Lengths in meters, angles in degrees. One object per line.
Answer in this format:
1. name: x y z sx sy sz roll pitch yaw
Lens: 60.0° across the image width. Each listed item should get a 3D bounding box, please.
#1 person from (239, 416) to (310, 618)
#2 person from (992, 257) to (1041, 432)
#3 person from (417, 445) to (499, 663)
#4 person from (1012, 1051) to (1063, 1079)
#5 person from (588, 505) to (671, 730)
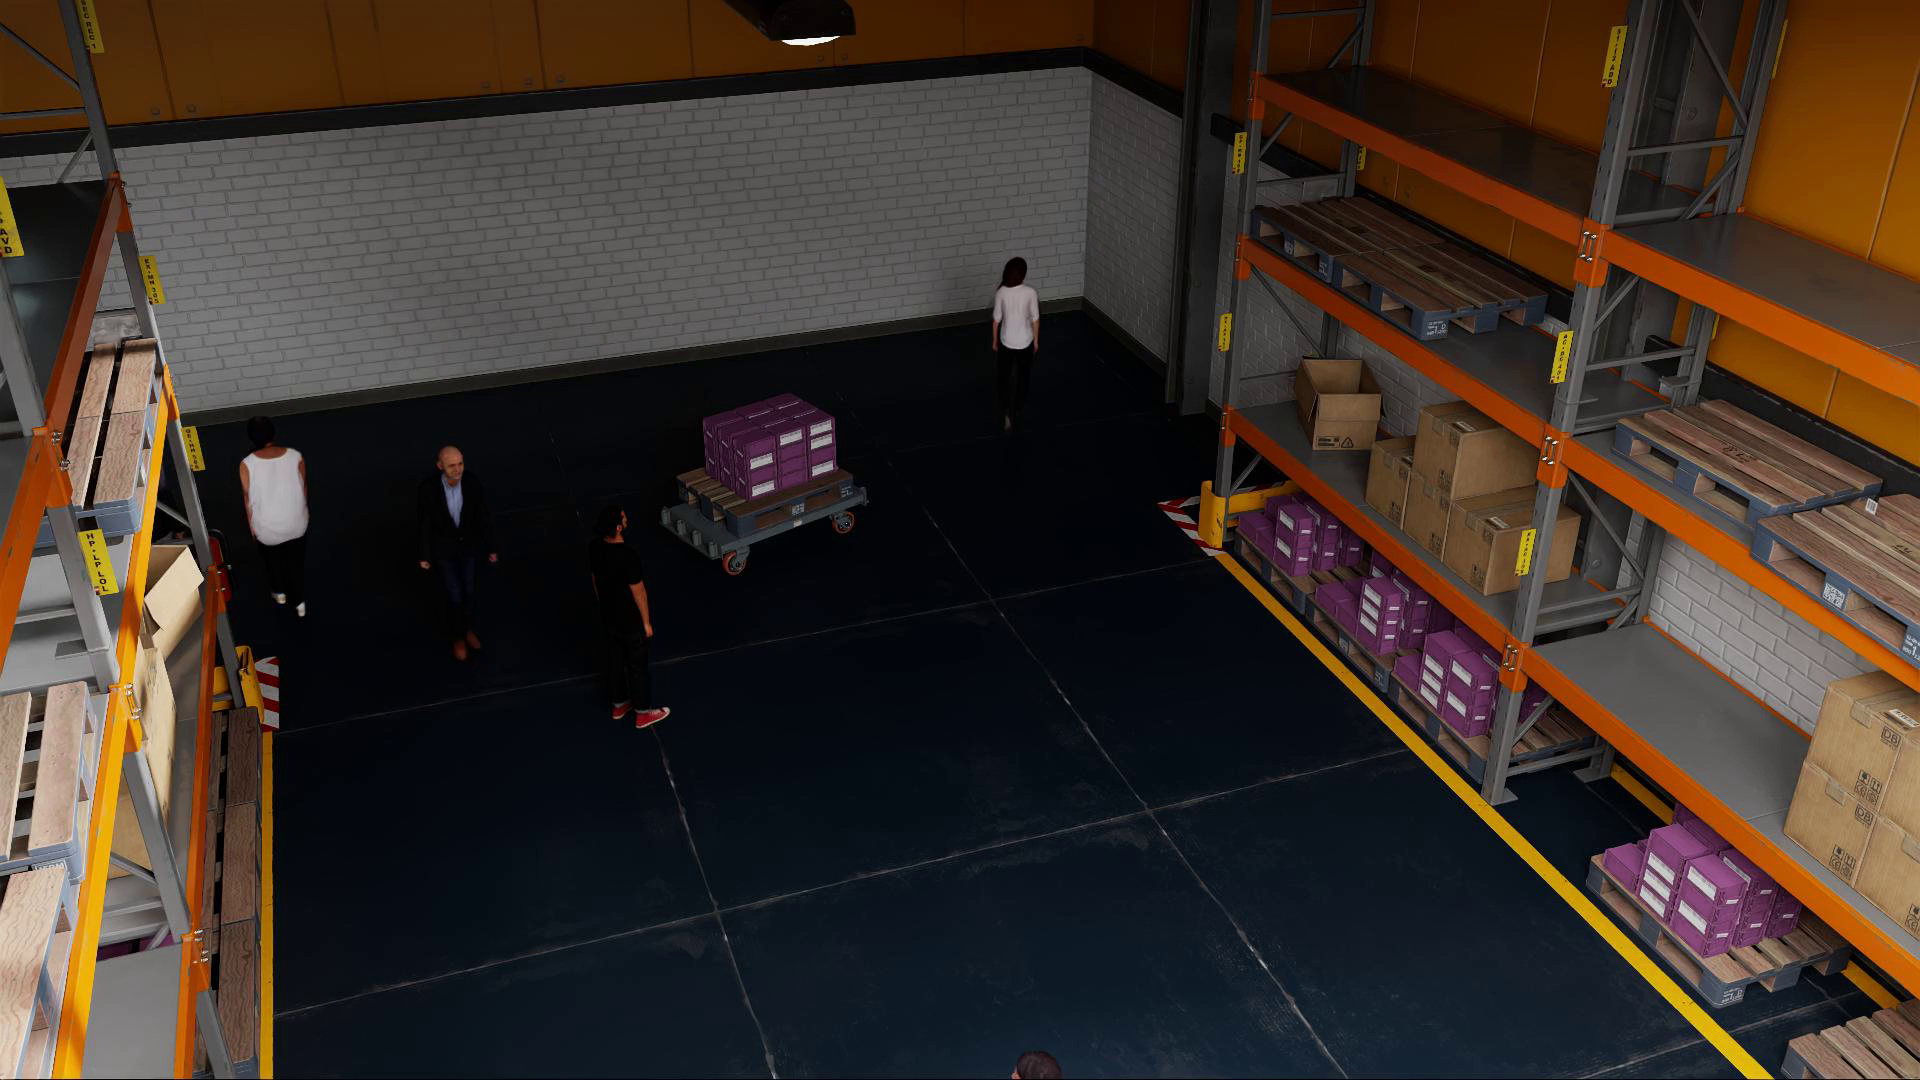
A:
1. person: -5.431 -0.150 13.287 0.728 1.666 0.792 -16 33 -27
2. person: 0.545 -1.891 16.360 0.863 1.780 1.066 2 29 3
3. person: -3.931 0.036 12.829 0.802 1.779 0.767 -18 33 -29
4. person: 0.352 2.970 7.455 0.710 1.773 0.645 12 31 21
5. person: -2.411 0.542 11.922 0.708 1.758 0.791 17 33 29
